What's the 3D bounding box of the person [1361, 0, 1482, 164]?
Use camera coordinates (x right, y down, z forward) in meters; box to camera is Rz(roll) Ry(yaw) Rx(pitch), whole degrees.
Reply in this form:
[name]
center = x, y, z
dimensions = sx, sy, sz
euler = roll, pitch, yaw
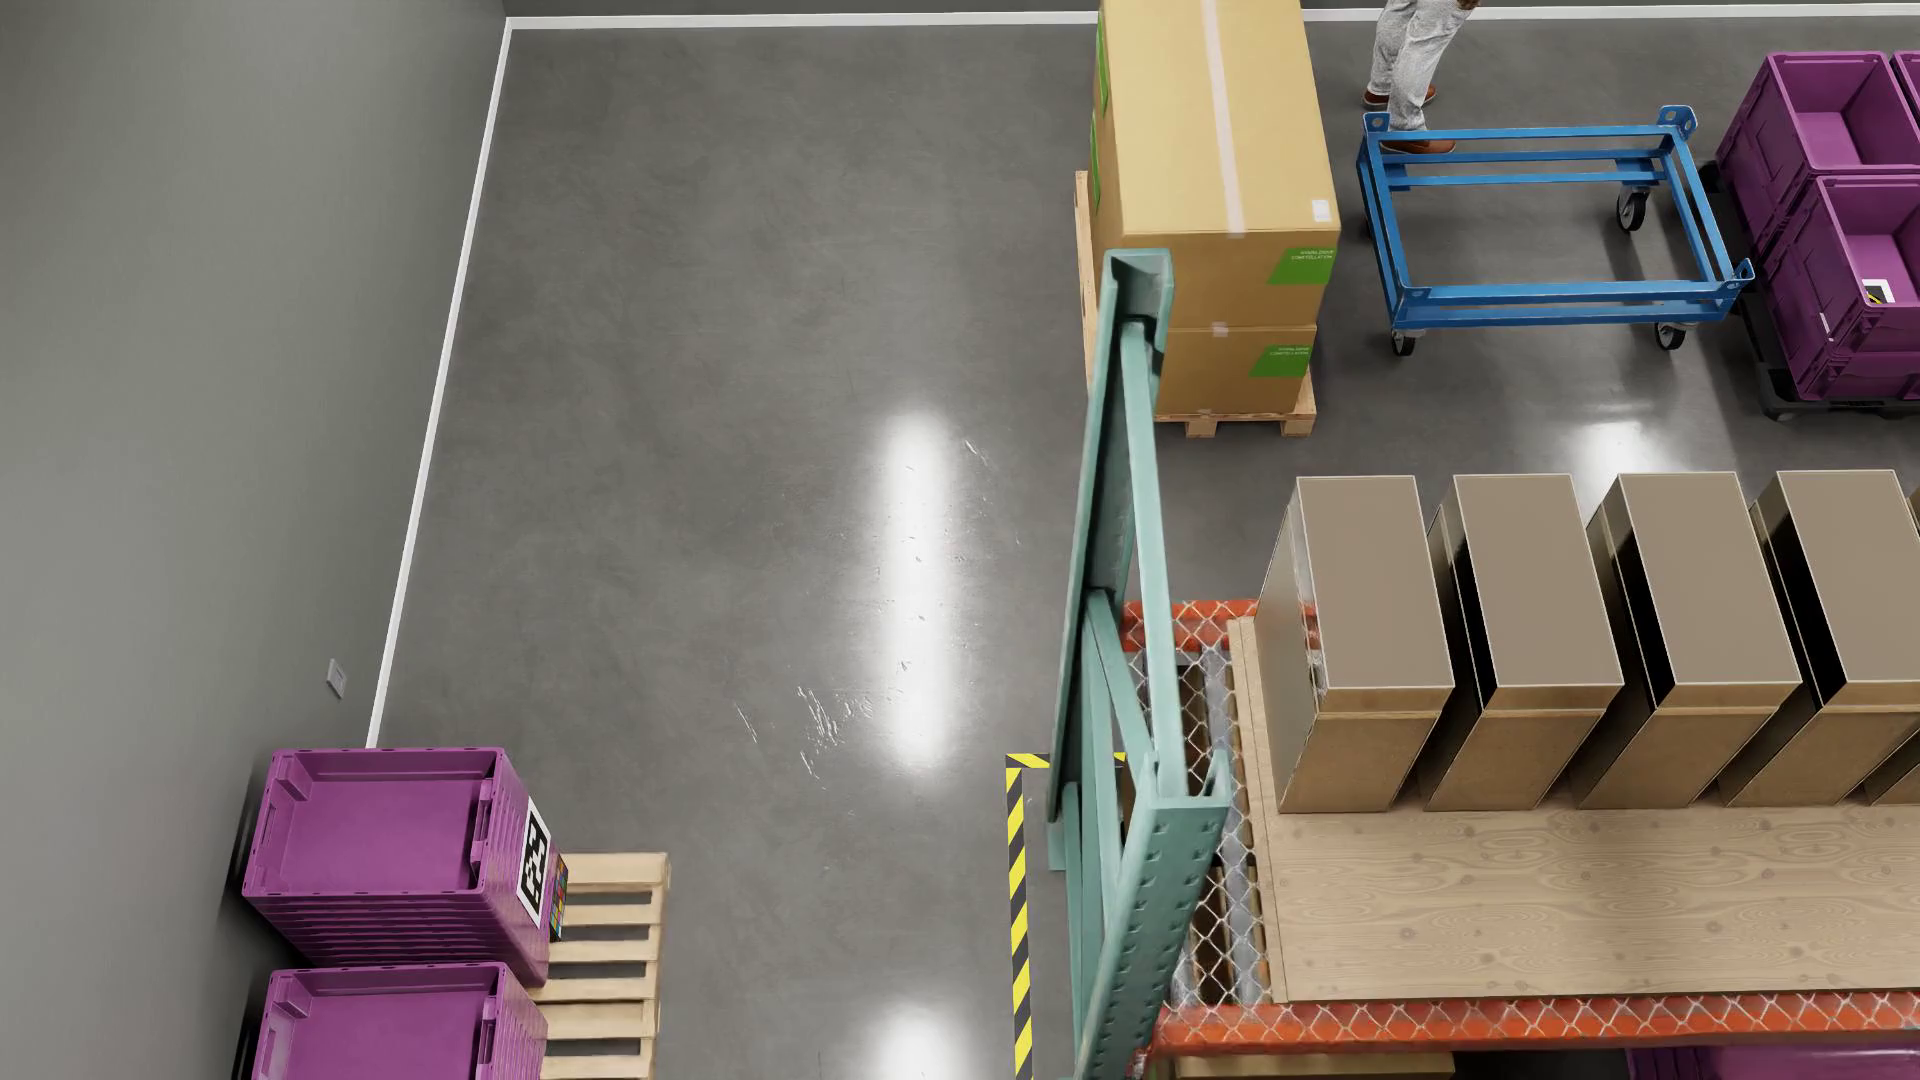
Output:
[person]
center = 1.819, -2.239, 6.076
dimensions = 0.372, 1.940, 0.631
euler = -3, 58, -2
